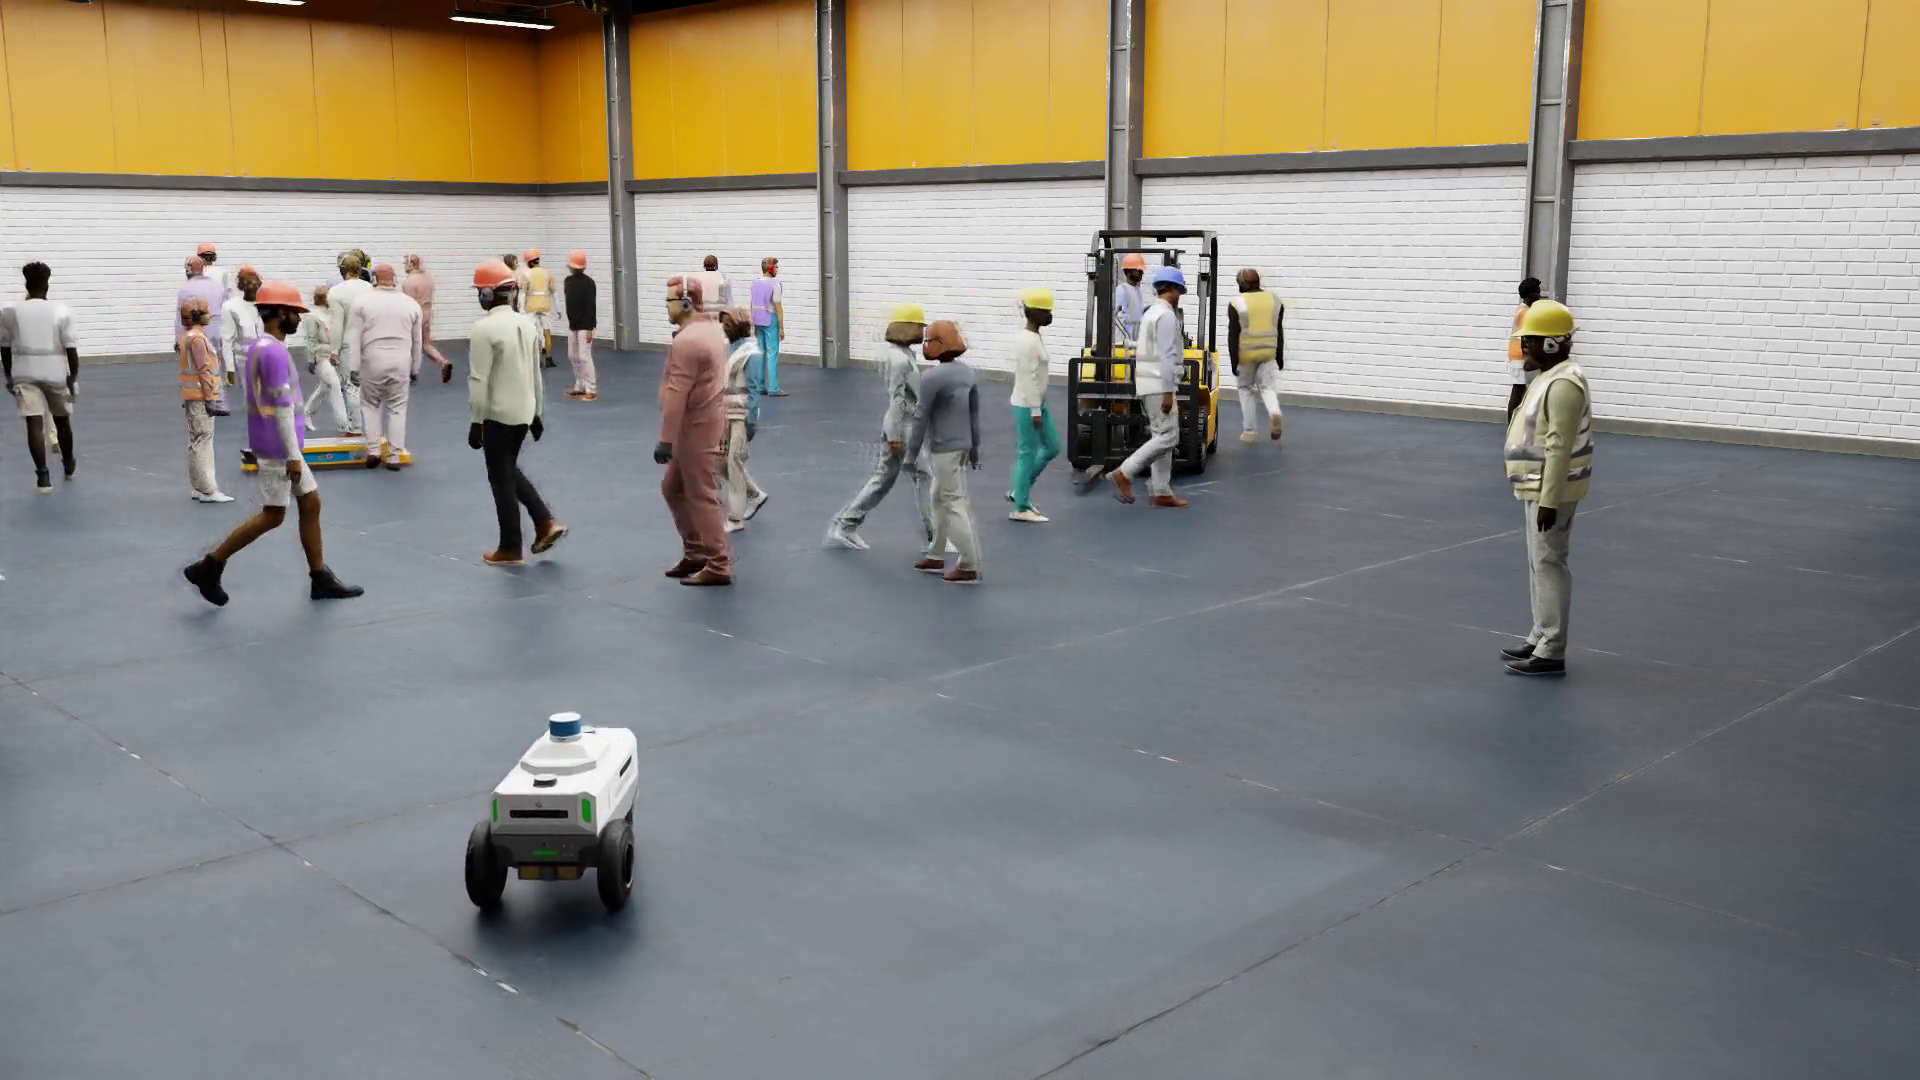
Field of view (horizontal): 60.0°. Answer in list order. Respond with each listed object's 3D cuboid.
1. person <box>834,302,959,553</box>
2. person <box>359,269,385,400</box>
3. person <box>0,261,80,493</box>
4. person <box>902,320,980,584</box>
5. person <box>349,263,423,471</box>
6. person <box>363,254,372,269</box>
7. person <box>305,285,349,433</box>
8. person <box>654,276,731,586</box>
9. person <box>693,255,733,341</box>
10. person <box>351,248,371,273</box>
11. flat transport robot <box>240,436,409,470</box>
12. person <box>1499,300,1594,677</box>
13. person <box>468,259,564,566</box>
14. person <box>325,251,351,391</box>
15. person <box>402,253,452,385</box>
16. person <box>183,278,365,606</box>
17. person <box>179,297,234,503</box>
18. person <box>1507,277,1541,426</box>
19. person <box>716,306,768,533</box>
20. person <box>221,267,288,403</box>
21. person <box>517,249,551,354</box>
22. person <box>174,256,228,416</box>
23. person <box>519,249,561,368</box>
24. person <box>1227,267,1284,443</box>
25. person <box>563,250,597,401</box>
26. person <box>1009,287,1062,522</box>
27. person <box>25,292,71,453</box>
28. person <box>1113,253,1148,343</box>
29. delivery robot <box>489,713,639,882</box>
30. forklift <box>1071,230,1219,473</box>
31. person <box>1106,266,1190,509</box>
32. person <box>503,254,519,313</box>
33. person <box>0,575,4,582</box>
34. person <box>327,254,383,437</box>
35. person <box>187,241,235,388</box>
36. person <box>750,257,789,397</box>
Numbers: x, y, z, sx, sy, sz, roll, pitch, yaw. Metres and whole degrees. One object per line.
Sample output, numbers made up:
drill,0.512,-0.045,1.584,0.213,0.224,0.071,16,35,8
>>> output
person,-0.433,-0.747,11.181,0.893,1.695,0.481,0,10,-1
person,-7.683,-2.649,21.520,0.535,1.700,0.318,3,11,16
person,-7.783,-1.392,14.106,0.613,1.900,1.029,-5,11,-25
person,-0.149,-0.543,10.268,0.681,1.607,0.507,6,12,31
person,-5.229,-1.569,15.151,0.678,1.873,0.543,-7,12,-32
person,-9.523,-3.665,26.711,0.535,1.820,0.956,2,11,8
person,-6.900,-1.959,18.018,0.806,1.610,0.516,2,11,12
person,-1.654,-0.651,10.120,0.556,1.887,0.655,0,10,-1
person,-3.672,-3.294,24.650,0.633,1.842,0.429,0,10,-2
person,-8.805,-3.303,24.433,0.629,1.940,0.379,1,10,4
flat transport robot,-5.877,-0.810,15.393,1.431,0.197,0.652,-4,11,-22
person,2.854,-0.250,8.112,0.403,1.824,0.594,2,11,12
person,-2.929,-0.804,10.709,0.455,1.980,0.614,3,11,17
person,-8.366,-2.983,22.792,0.634,1.910,0.867,-2,11,-10
person,-7.679,-3.130,23.647,0.740,1.882,0.655,3,11,14
person,-3.997,-0.548,9.554,0.906,1.892,0.548,-5,11,-24
person,-6.077,-1.118,13.329,0.310,1.642,0.514,-7,13,-34
person,5.948,-1.919,17.566,0.320,1.694,0.532,4,11,20
person,-1.615,-0.875,12.038,0.514,1.625,0.553,-8,13,-38
person,-6.758,-1.701,15.996,0.596,1.822,1.016,-5,12,-25
person,-7.679,-4.304,30.055,0.599,1.877,0.979,-3,11,-17
person,-9.082,-2.408,19.712,0.914,1.870,0.678,3,11,18
person,-6.777,-3.725,26.829,0.646,1.919,0.462,-5,12,-27
person,3.024,-1.860,16.911,0.655,1.809,0.716,-2,11,-13
person,-4.902,-2.755,21.429,0.710,1.944,0.511,9,14,42
person,0.563,-0.993,12.346,0.383,1.753,0.543,2,11,11
person,-9.091,-1.683,16.474,0.510,1.611,0.654,-7,12,-33
person,1.901,-2.210,18.472,0.362,1.939,0.542,6,12,28
delivery robot,-1.296,0.815,5.499,0.477,0.478,0.707,0,10,1
forklift,1.804,-1.825,15.677,1.214,2.155,2.313,2,11,13
person,1.489,-1.172,12.949,0.619,1.897,0.648,-1,10,-5
person,-7.431,-3.839,27.670,0.643,1.817,0.522,-9,13,-39
person,-6.401,-0.680,10.352,1.000,1.868,0.599,4,11,19
person,-6.264,-1.988,17.264,0.366,1.939,0.635,7,12,33
person,-10.455,-3.132,23.218,0.393,2.041,0.614,10,14,43
person,-2.563,-2.824,22.082,0.569,1.840,0.374,9,14,42
